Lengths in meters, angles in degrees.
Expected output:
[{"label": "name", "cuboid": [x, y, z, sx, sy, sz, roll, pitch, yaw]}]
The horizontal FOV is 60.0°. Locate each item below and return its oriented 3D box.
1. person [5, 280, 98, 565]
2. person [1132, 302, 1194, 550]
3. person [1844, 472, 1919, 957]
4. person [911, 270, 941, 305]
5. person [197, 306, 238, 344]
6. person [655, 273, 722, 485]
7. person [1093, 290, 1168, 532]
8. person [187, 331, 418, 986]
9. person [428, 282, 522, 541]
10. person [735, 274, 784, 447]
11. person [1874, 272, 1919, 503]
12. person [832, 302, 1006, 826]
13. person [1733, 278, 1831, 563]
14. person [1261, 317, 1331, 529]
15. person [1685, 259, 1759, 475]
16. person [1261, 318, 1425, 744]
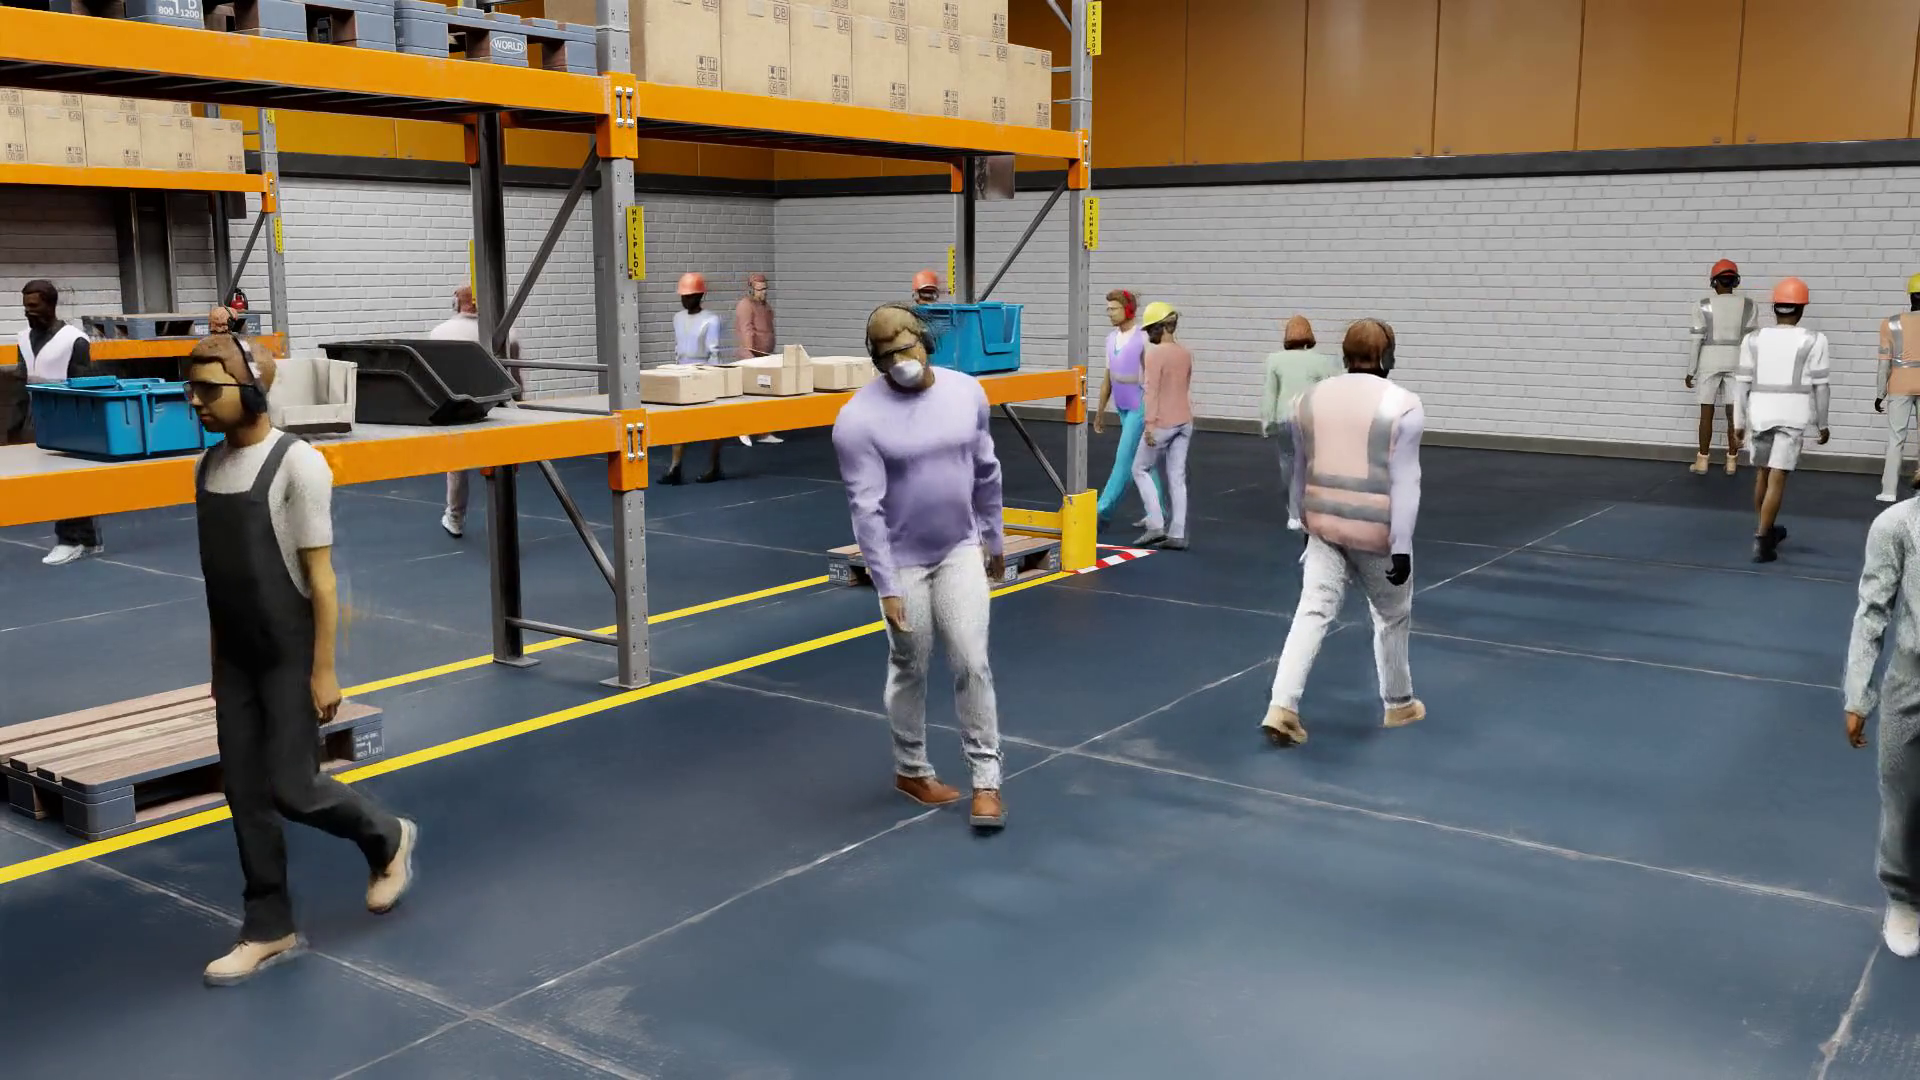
[{"label": "person", "cuboid": [-6.128, -0.783, 11.161, 0.594, 1.893, 0.677, 5, 11, 28]}, {"label": "person", "cuboid": [1.436, -0.791, 11.643, 0.472, 1.729, 0.552, 9, 13, 43]}, {"label": "person", "cuboid": [2.703, 0.424, 4.548, 0.503, 1.695, 0.917, 5, 11, 26]}, {"label": "person", "cuboid": [-0.296, -1.374, 14.511, 0.609, 1.953, 0.990, -5, 11, -28]}, {"label": "person", "cuboid": [-6.274, -1.183, 14.277, 0.511, 1.640, 0.308, 2, 10, 10]}, {"label": "person", "cuboid": [-2.431, -1.425, 14.923, 0.577, 1.901, 0.874, 6, 11, 31]}, {"label": "person", "cuboid": [1.195, -0.954, 12.420, 0.917, 1.797, 0.580, -4, 10, -22]}, {"label": "person", "cuboid": [-1.908, 0.321, 4.760, 0.536, 1.830, 0.608, 5, 11, 27]}, {"label": "person", "cuboid": [-3.503, -0.911, 11.983, 0.662, 1.867, 0.904, -4, 10, -24]}, {"label": "person", "cuboid": [-2.216, -1.955, 18.158, 0.430, 1.886, 0.742, 3, 10, 16]}, {"label": "person", "cuboid": [7.933, -1.253, 13.833, 0.587, 1.930, 0.359, 3, 10, 19]}, {"label": "person", "cuboid": [-0.103, 0.104, 5.904, 0.712, 1.882, 0.719, -4, 10, -22]}, {"label": "person", "cuboid": [5.634, -0.822, 11.364, 0.942, 1.895, 0.555, -9, 13, -43]}, {"label": "person", "cuboid": [2.612, -0.909, 12.776, 0.535, 1.586, 0.845, 4, 10, 21]}, {"label": "person", "cuboid": [7.204, -1.634, 15.772, 0.605, 2.040, 0.388, 2, 10, 10]}, {"label": "person", "cuboid": [1.636, -0.037, 7.014, 0.648, 1.798, 0.977, 9, 13, 44]}]
